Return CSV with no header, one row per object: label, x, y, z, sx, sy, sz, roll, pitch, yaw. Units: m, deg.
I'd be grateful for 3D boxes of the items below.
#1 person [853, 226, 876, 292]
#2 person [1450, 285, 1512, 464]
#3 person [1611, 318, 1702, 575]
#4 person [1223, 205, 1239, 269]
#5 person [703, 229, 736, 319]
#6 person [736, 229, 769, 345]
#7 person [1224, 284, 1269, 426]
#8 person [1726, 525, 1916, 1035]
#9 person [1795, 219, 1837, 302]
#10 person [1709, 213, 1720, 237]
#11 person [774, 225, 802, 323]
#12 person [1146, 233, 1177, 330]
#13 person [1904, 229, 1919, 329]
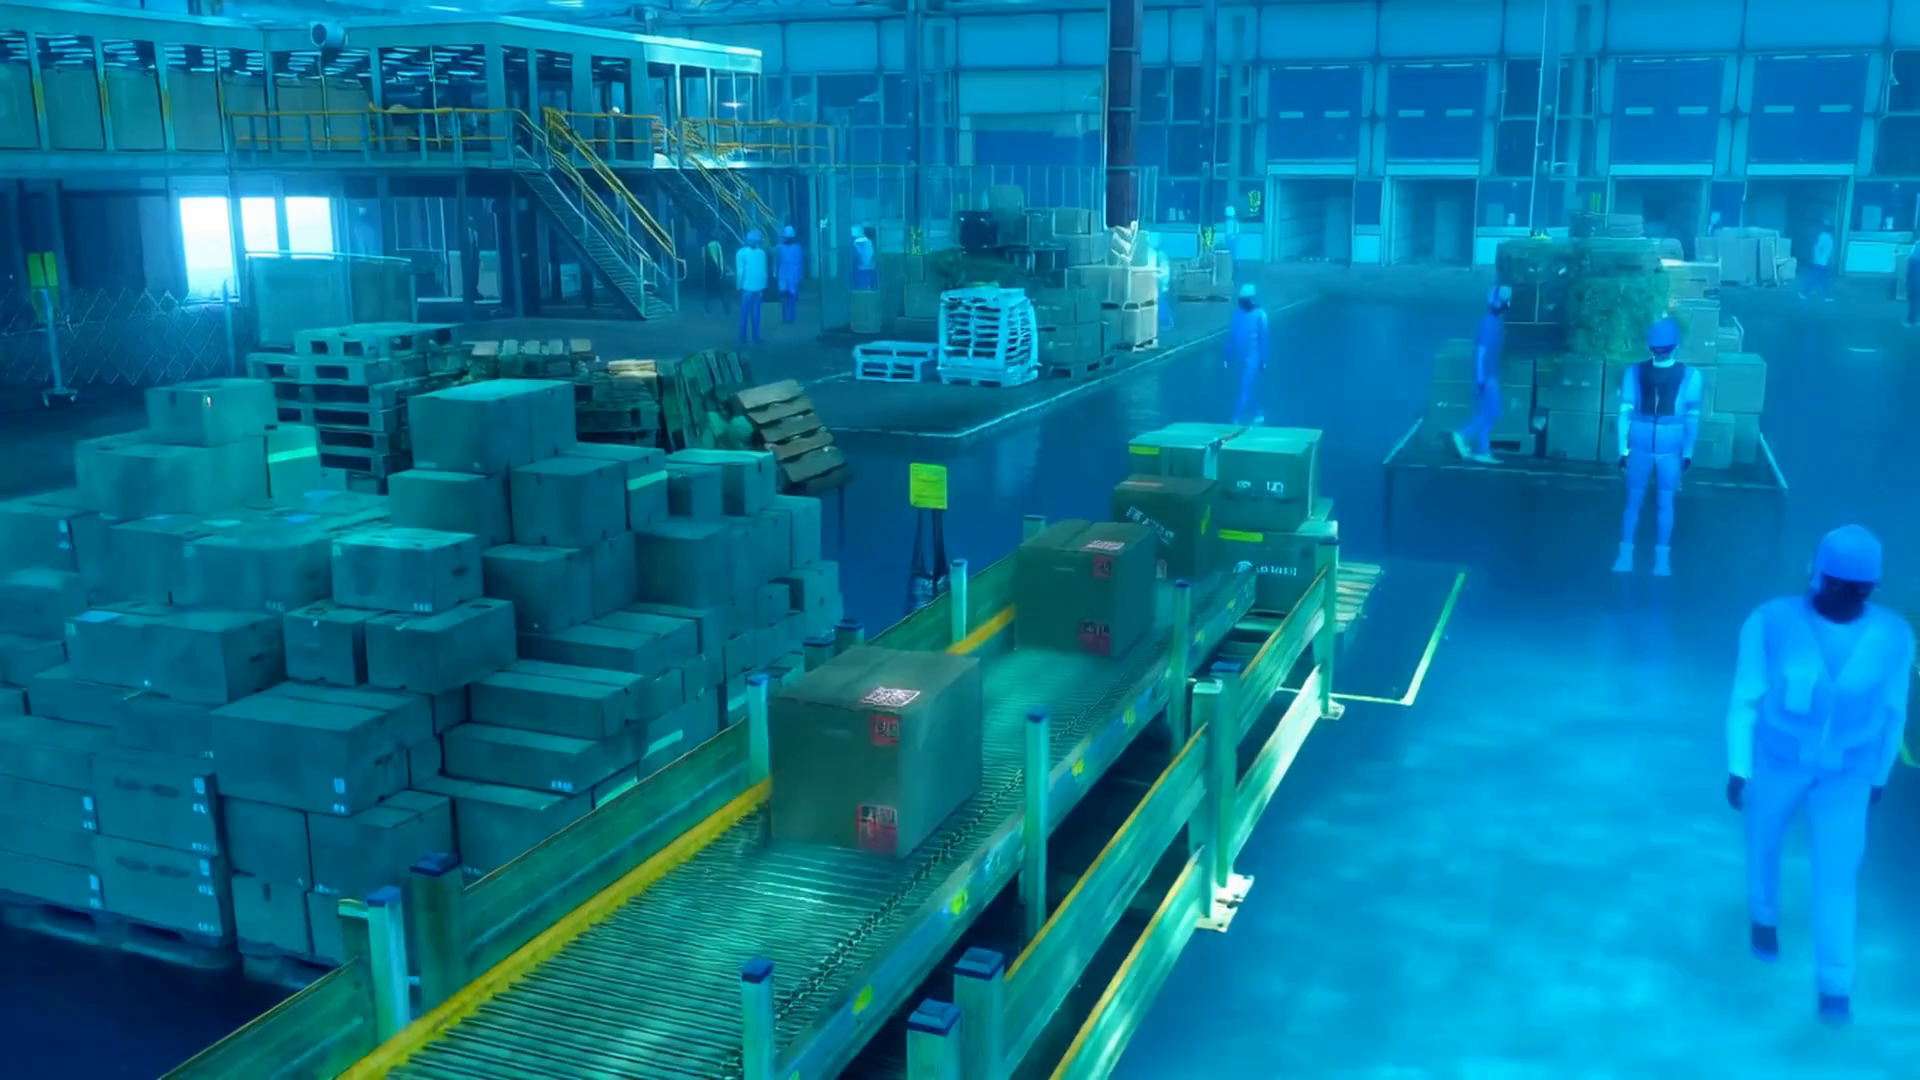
person,-1.943,-5.496,34.119,0.418,1.878,0.648,11,17,41
person,5.428,-1.699,17.142,0.452,1.852,0.494,6,14,24
person,5.203,-0.695,12.441,0.552,1.932,0.377,7,14,29
person,8.174,-9.126,50.253,0.431,1.933,0.635,11,16,39
person,-4.947,-5.427,33.951,0.543,1.806,0.906,7,14,29
person,-3.590,-4.382,28.843,0.613,1.995,0.391,-10,16,-37
person,3.361,-2.144,19.483,0.494,1.694,0.928,12,17,43
person,3.100,0.812,6.050,0.601,1.780,0.971,5,13,19
person,19.778,-6.425,38.235,0.592,1.898,0.812,-9,16,-36
person,20.441,-7.987,45.396,0.941,1.822,0.555,6,14,24
person,-3.411,-5.251,32.910,0.567,1.918,0.399,1,13,6
person,3.690,-4.834,31.264,1.006,1.835,0.575,-3,13,-15
person,18.294,-5.024,31.619,0.536,2.000,0.706,-7,15,-30
